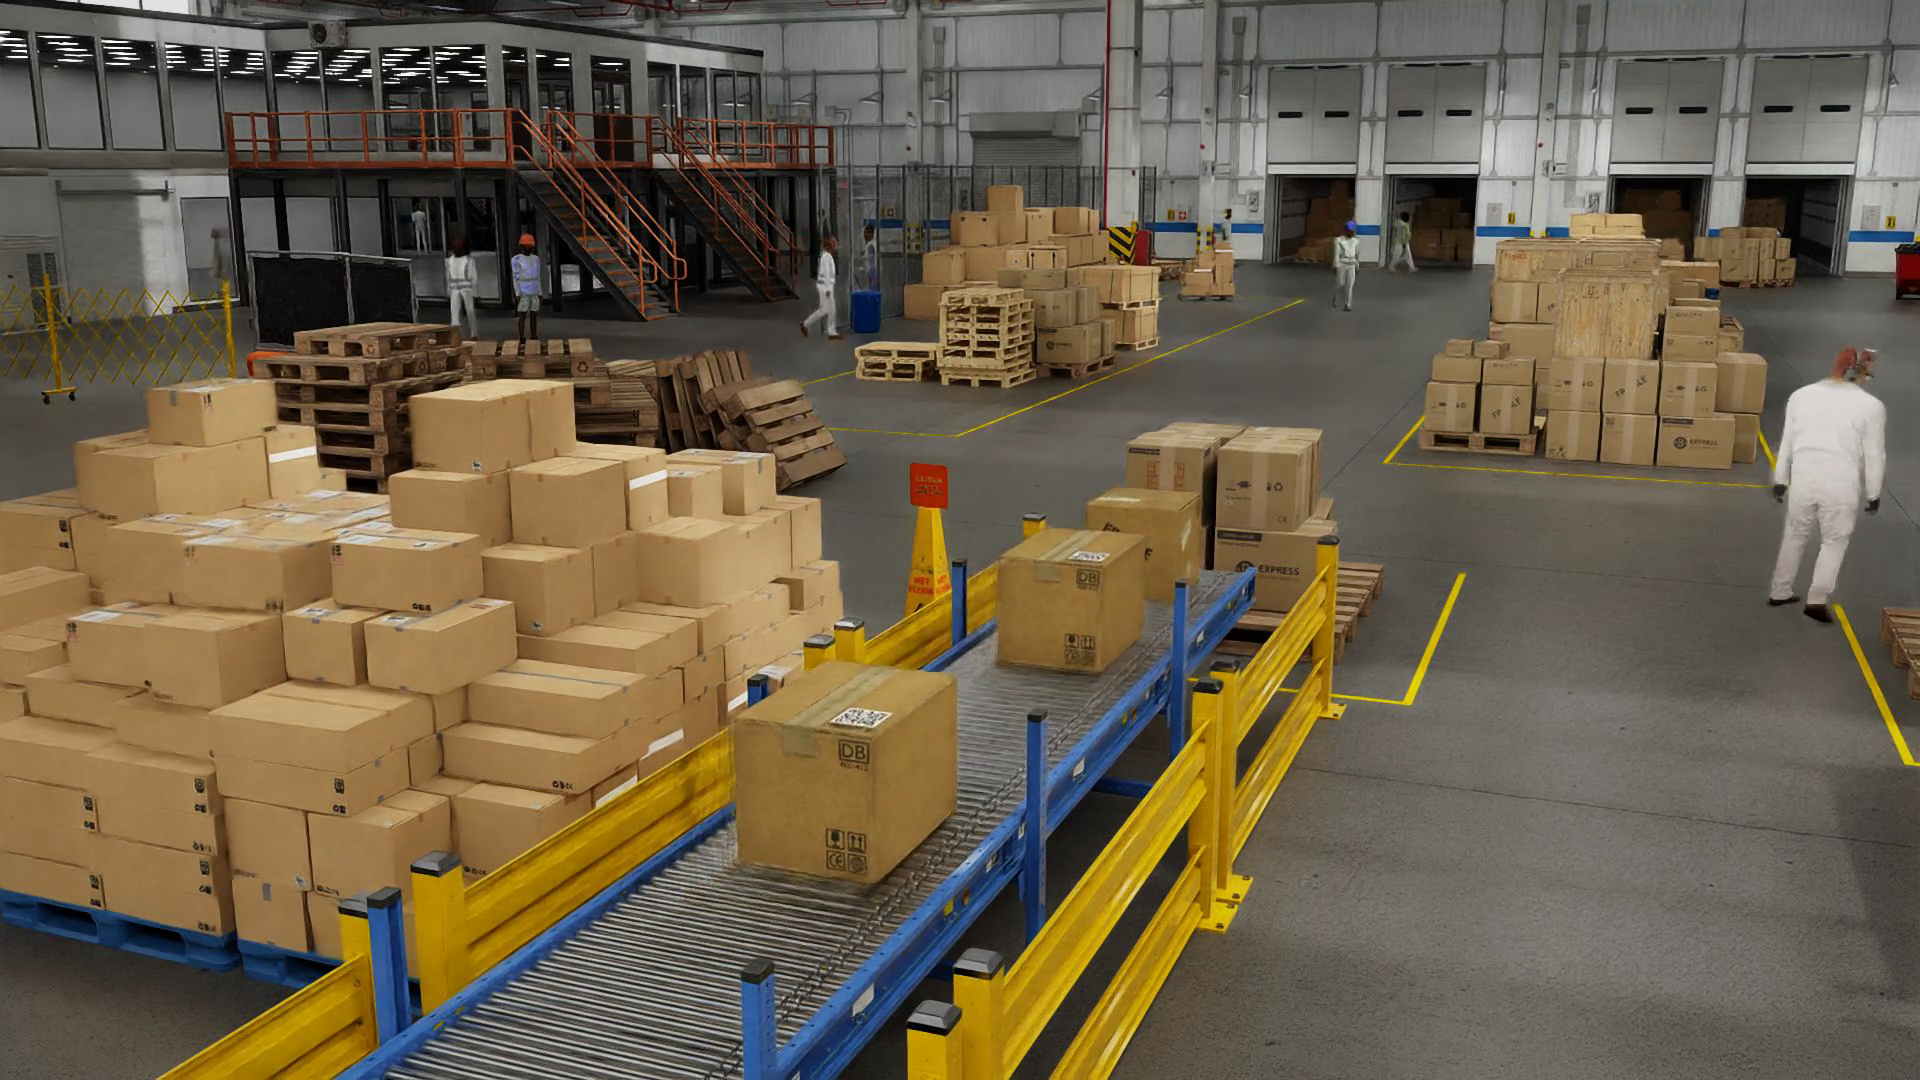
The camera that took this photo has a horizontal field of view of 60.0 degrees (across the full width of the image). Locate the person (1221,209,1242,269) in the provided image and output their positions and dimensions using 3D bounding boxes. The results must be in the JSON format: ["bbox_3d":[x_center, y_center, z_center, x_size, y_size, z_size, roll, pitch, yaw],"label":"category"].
[{"bbox_3d":[8.200,-9.231,50.998,0.993,1.813,0.550,11,17,40],"label":"person"}]

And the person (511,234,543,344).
[{"bbox_3d":[-7.299,-4.202,28.156,0.354,1.942,0.545,10,16,38],"label":"person"}]

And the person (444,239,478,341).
[{"bbox_3d":[-8.593,-4.264,28.698,0.591,1.835,0.970,1,13,6],"label":"person"}]

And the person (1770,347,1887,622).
[{"bbox_3d":[5.828,-0.374,11.197,0.620,1.863,0.686,-10,16,-38],"label":"person"}]

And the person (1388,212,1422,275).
[{"bbox_3d":[12.856,-8.553,48.011,0.965,1.787,0.655,8,15,31],"label":"person"}]

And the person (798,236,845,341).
[{"bbox_3d":[-2.455,-4.443,29.449,0.751,1.847,0.655,1,13,5],"label":"person"}]

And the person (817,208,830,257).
[{"bbox_3d":[-4.206,-9.179,50.702,0.505,1.846,0.347,-9,15,-34],"label":"person"}]

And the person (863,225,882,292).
[{"bbox_3d":[-1.771,-5.432,33.757,0.388,1.910,0.591,0,13,2],"label":"person"}]

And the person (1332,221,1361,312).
[{"bbox_3d":[8.268,-5.860,35.606,0.640,1.931,0.487,-3,13,-14],"label":"person"}]
